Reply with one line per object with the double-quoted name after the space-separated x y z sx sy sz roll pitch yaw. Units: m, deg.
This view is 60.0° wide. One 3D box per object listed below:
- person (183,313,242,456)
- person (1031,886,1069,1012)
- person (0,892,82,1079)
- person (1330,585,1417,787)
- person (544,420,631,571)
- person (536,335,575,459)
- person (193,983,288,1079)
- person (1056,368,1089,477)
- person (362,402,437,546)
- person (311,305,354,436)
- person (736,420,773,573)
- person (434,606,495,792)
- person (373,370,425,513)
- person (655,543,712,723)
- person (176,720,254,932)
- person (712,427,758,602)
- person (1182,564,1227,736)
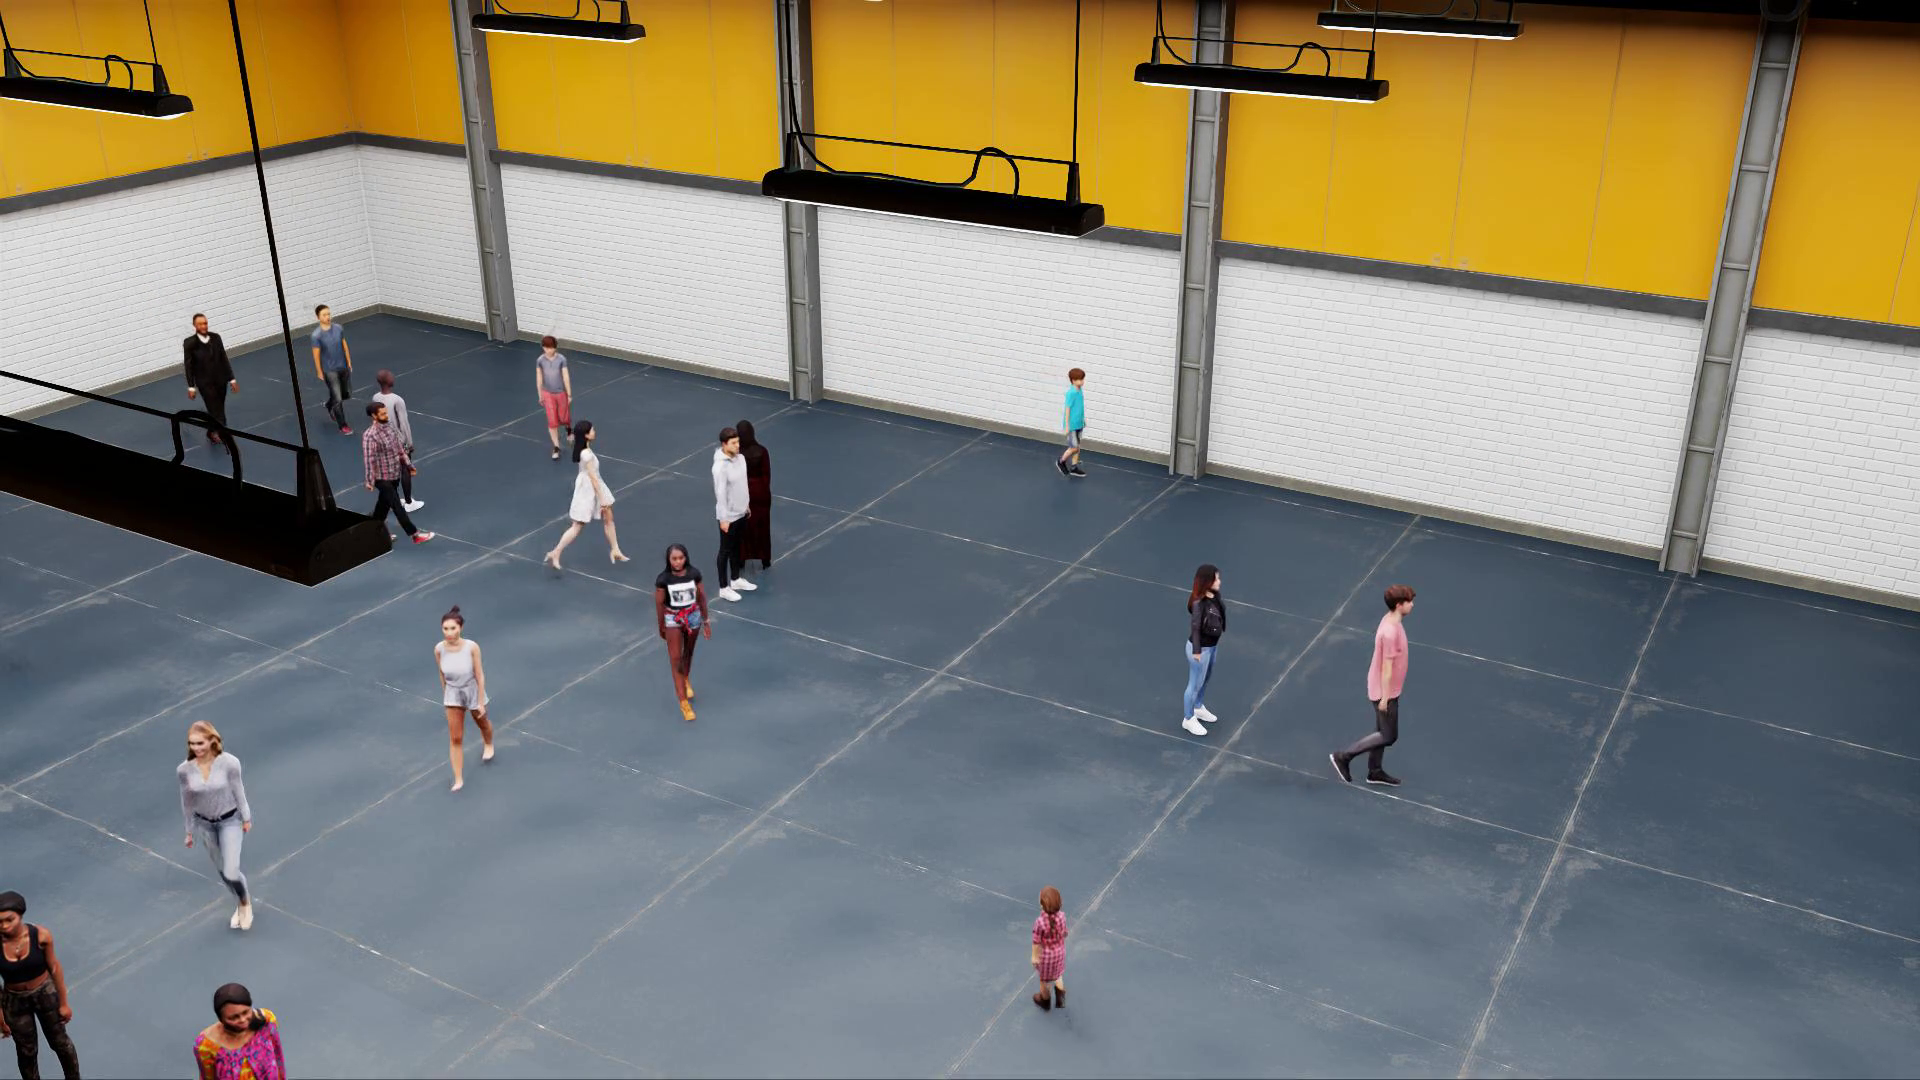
-9.948 -2.078 22.028 1.334 1.857 0.900 20 31 38 "person"
0.650 2.901 11.686 0.532 1.018 0.611 -15 28 -31 "person"
-5.940 2.976 10.665 0.660 1.699 0.698 -10 26 -22 "person"
3.548 1.268 14.265 0.955 1.943 0.796 4 24 10 "person"
-4.190 -0.435 18.428 1.169 1.731 1.158 -8 25 -17 "person"
-5.345 -1.938 21.988 0.950 1.633 0.937 -1 24 -3 "person"
-4.278 3.297 9.971 0.790 1.666 0.896 -18 29 -36 "person"
1.407 -1.507 21.236 0.627 1.445 0.563 16 28 32 "person"
-6.681 -0.751 19.169 1.206 1.716 0.956 3 24 8 "person"
-8.603 -2.355 22.736 0.950 1.797 0.709 16 28 33 "person"
-2.350 -0.493 18.527 0.742 1.757 0.831 -2 24 -5 "person"
-4.307 1.336 14.591 1.094 1.558 1.011 -1 24 -1 "person"
-6.856 -1.206 20.140 0.511 1.772 0.706 8 25 18 "person"
-2.640 0.780 15.704 0.990 1.686 1.178 -12 26 -26 "person"
-5.558 2.108 12.545 0.722 1.783 0.794 -1 24 -2 "person"
-2.465 -0.308 17.889 0.593 1.929 0.700 10 26 22 "person"
2.246 0.977 15.318 0.539 1.634 0.640 13 27 27 "person"
